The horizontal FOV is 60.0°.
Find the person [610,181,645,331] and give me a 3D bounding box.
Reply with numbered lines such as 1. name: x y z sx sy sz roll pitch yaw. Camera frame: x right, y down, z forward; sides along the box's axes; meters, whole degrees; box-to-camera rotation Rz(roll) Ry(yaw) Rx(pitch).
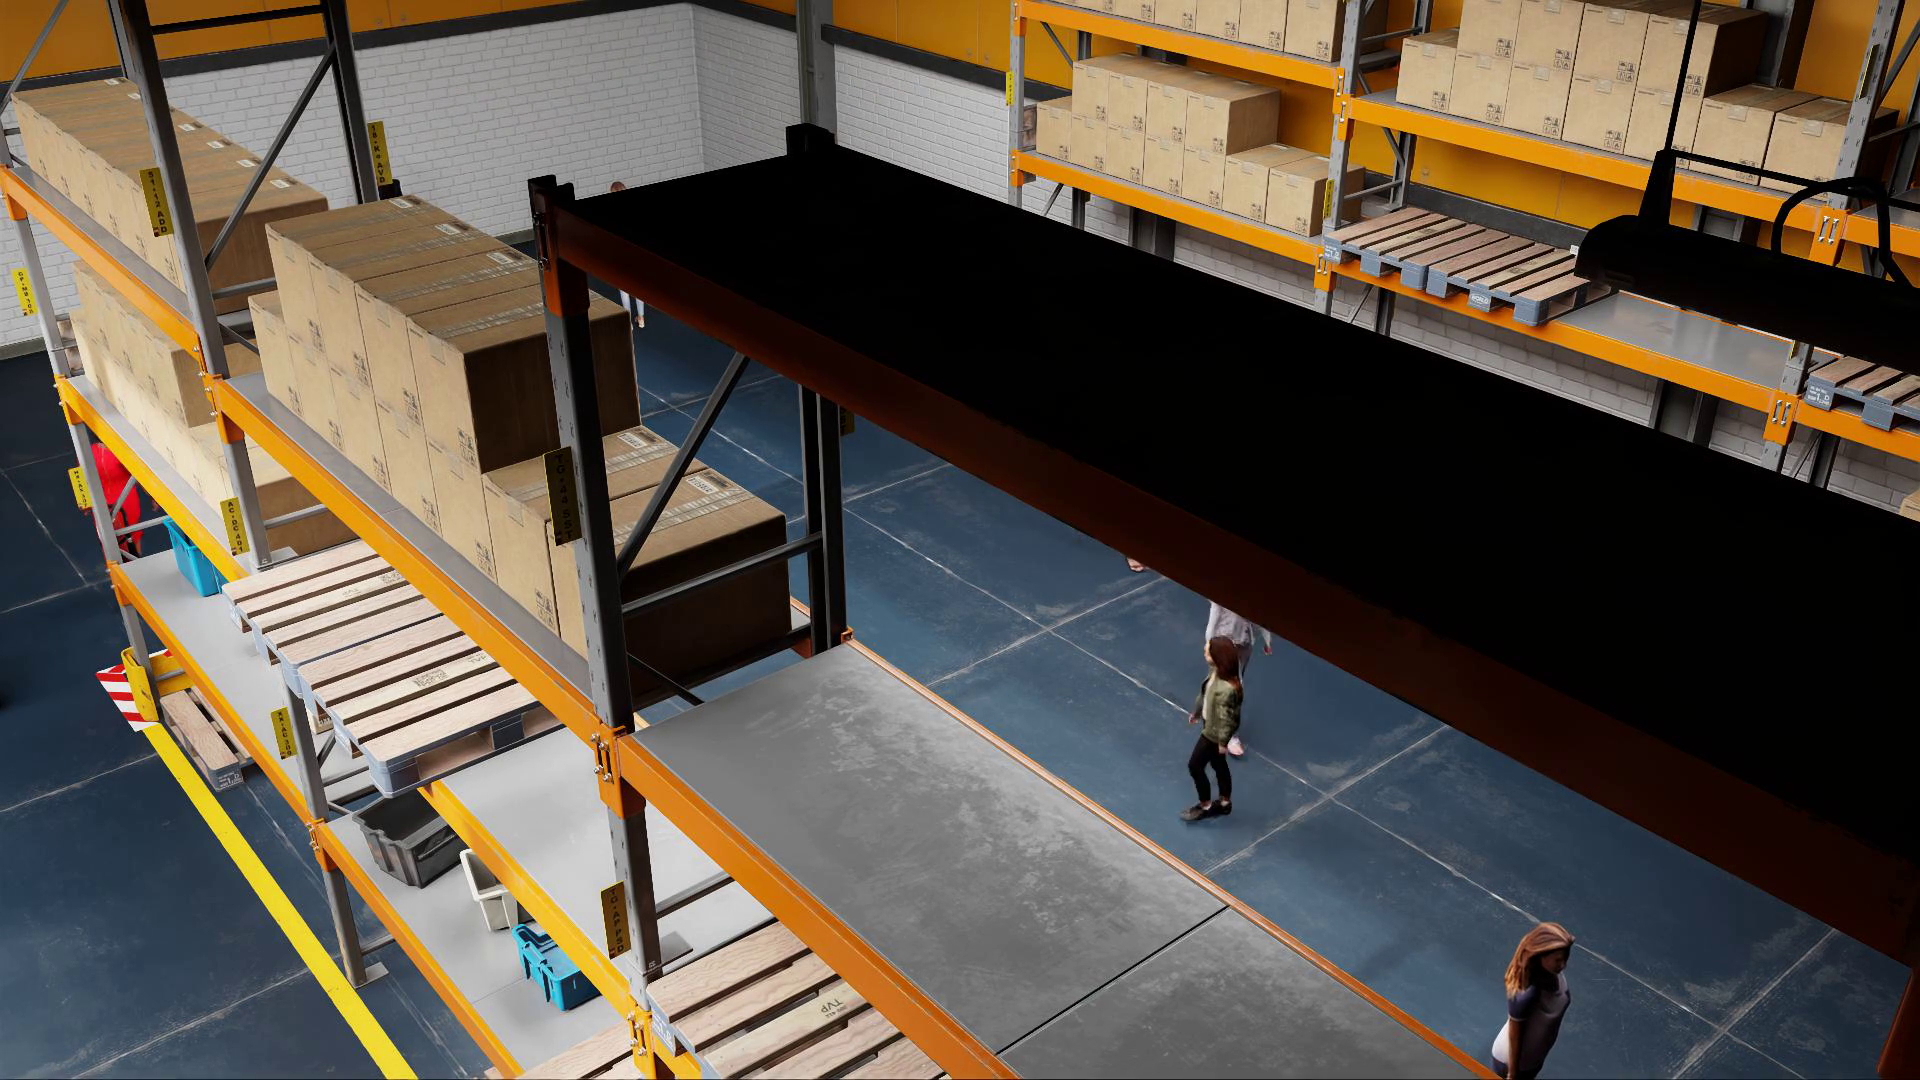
1. person: -3.982 -3.384 19.762 0.596 1.796 0.501 -20 34 -32

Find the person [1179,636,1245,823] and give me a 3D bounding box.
1. person: 1.851 1.309 11.506 0.767 1.463 0.707 1 29 3

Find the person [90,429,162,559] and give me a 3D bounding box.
1. person: -7.119 -0.214 14.028 0.849 1.722 0.878 7 29 13

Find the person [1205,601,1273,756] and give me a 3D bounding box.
1. person: 1.984 0.683 12.347 0.719 1.756 0.834 -13 31 -23

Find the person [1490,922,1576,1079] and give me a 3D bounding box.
1. person: 2.931 2.676 8.721 0.589 1.729 0.628 23 36 35
